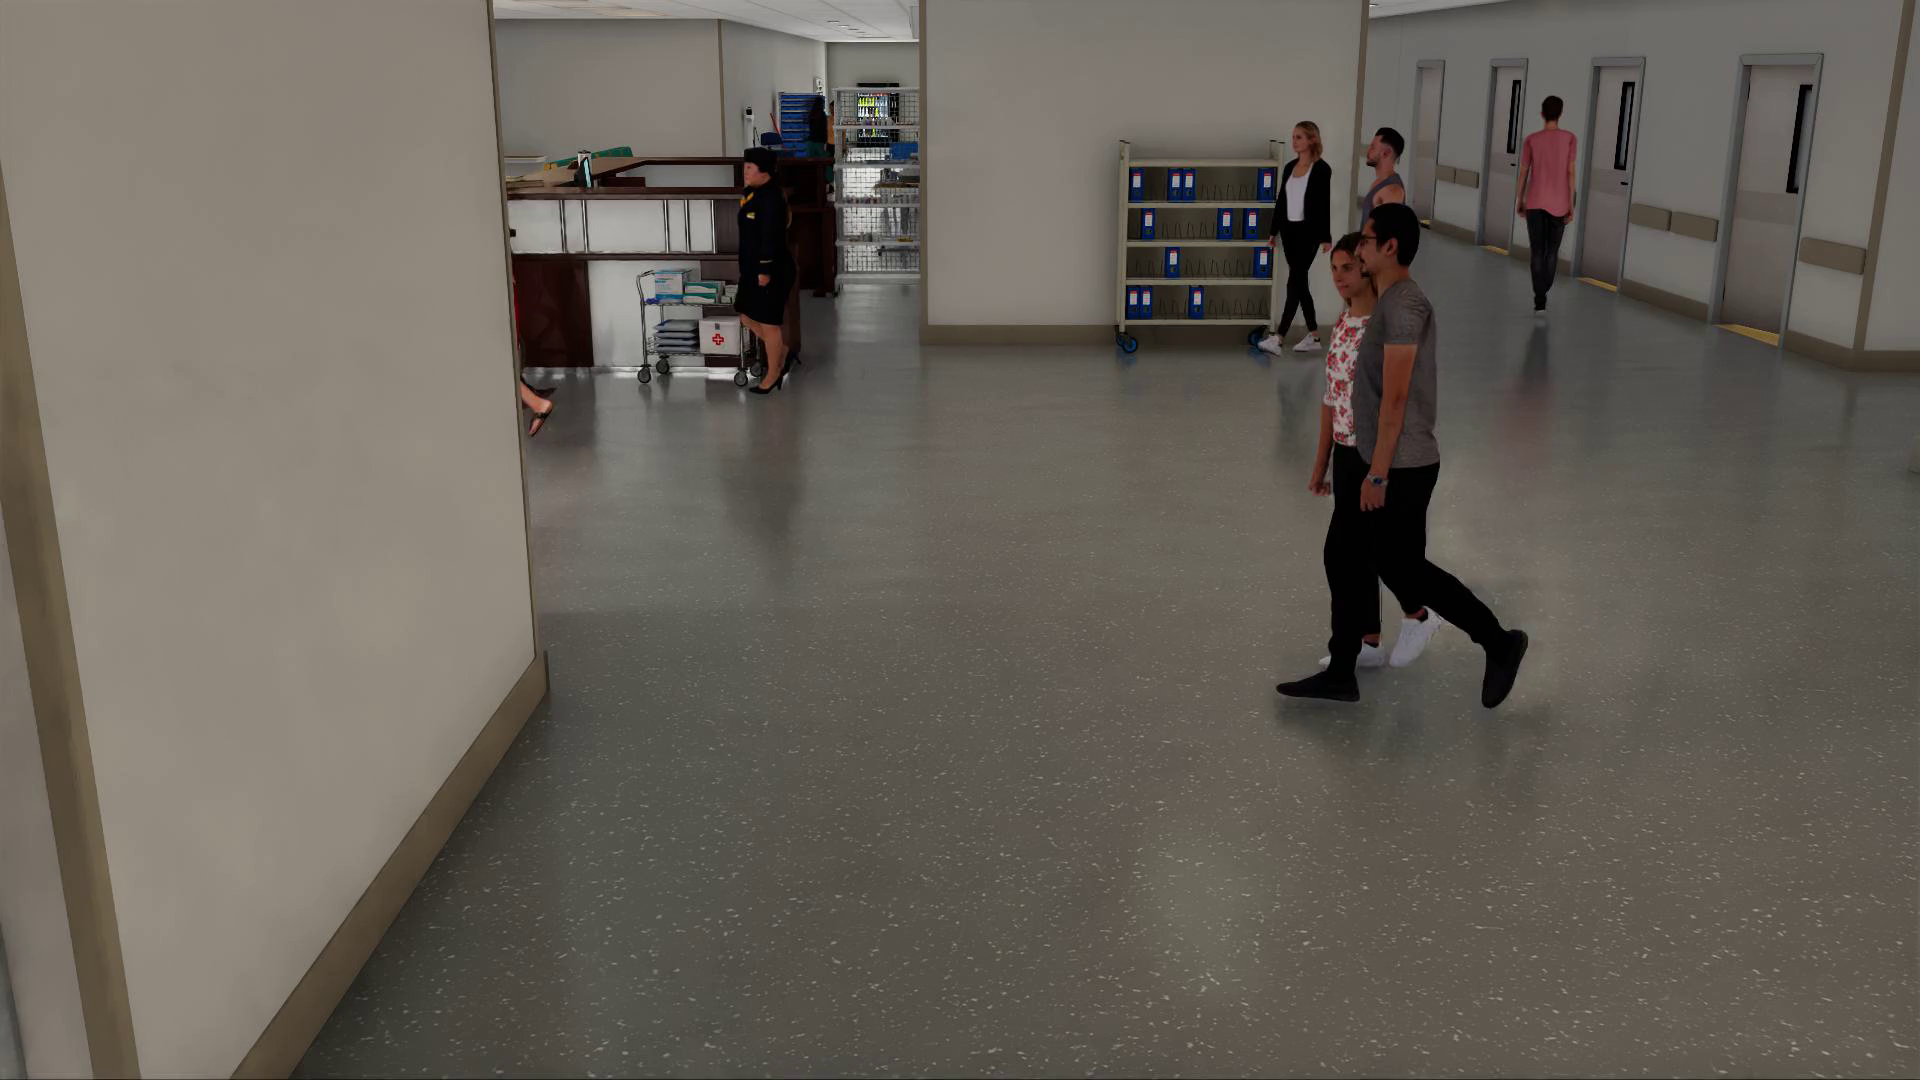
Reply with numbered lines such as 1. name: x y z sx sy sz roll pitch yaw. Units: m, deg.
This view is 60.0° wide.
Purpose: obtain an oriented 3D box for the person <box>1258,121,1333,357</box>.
1. person: 2.714 -2.301 12.866 1.126 1.769 0.975 -11 19 -34

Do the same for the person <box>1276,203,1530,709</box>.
1. person: 1.561 -0.241 5.649 1.052 1.720 0.648 0 16 -1

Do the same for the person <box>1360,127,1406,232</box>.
1. person: 2.888 -1.878 11.367 0.634 1.846 0.673 3 16 10

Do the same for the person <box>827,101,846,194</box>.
1. person: -2.296 -7.177 30.368 0.522 1.658 0.683 2 16 7

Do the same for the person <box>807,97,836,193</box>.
1. person: -2.555 -6.914 29.367 1.069 1.695 1.008 7 17 24

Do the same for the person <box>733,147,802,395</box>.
1. person: -1.256 -1.836 11.411 0.820 1.665 0.828 -6 17 -19

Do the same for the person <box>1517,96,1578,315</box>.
1. person: 5.293 -2.981 15.021 1.223 1.909 0.888 4 16 13

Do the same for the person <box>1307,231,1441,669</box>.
1. person: 1.565 -0.305 6.073 0.807 1.614 0.752 -7 17 -24
